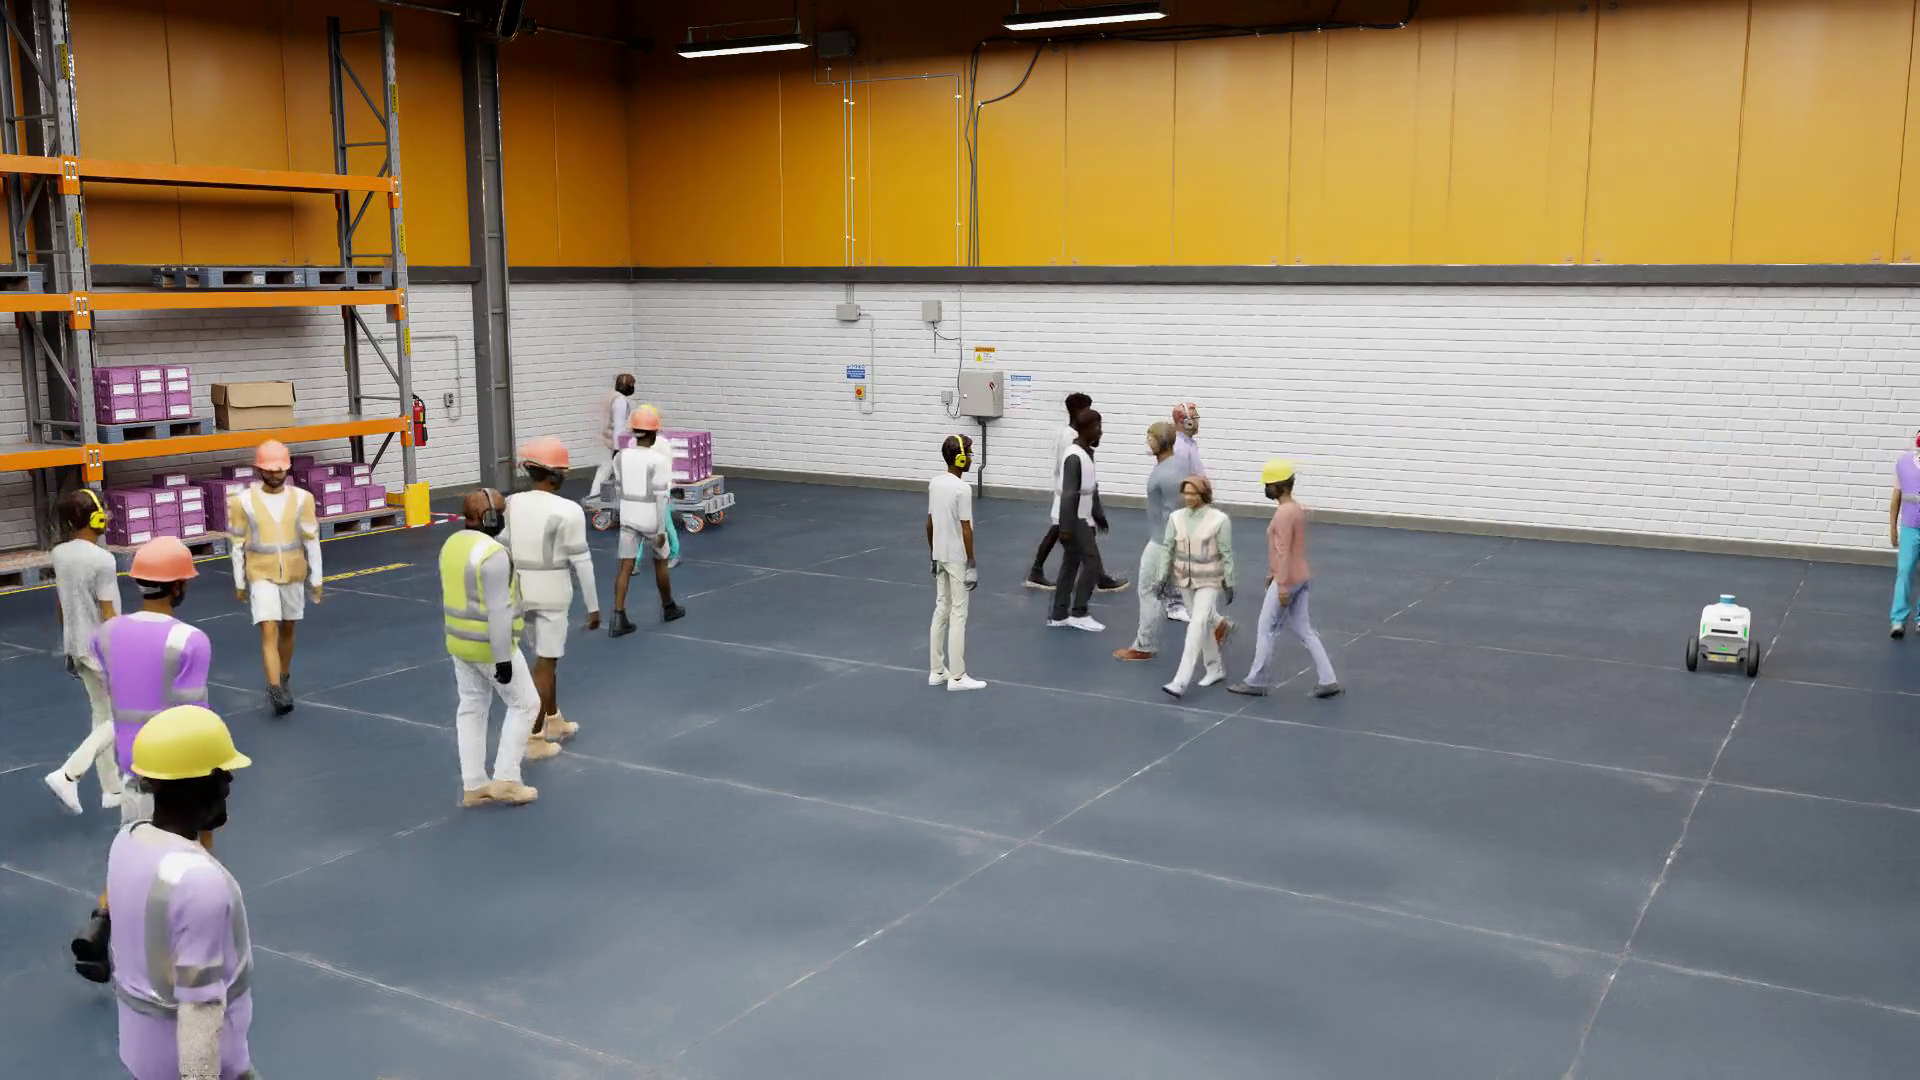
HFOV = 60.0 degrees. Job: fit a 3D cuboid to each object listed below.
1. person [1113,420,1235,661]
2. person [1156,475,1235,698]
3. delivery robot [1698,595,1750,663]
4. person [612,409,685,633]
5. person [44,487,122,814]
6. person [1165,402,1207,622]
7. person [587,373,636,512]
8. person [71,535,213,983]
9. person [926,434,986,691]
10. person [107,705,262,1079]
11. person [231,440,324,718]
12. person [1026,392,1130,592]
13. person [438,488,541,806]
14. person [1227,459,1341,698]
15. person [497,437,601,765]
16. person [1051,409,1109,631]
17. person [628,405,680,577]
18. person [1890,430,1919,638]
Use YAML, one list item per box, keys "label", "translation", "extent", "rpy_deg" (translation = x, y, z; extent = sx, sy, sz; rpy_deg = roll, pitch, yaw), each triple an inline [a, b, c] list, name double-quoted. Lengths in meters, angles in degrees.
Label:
- label: "person"
  translation: [1.674, 0.019, 12.919]
  extent: [0.870, 1.917, 0.631]
  rpy_deg: [2, 9, 10]
- label: "person"
  translation: [1.677, 0.324, 11.980]
  extent: [0.541, 1.584, 0.866]
  rpy_deg: [8, 12, 42]
- label: "delivery robot"
  translation: [5.886, 0.667, 12.791]
  extent: [0.477, 0.478, 0.707]
  rpy_deg: [4, 10, 25]
- label: "person"
  translation: [-2.708, -0.170, 14.167]
  extent: [0.565, 1.888, 0.996]
  rpy_deg: [3, 10, 20]
- label: "person"
  translation: [-4.877, 0.632, 9.271]
  extent: [0.516, 1.855, 0.604]
  rpy_deg: [4, 10, 26]
- label: "person"
  translation: [1.973, -0.251, 14.590]
  extent: [0.410, 1.913, 0.651]
  rpy_deg: [1, 9, 5]
- label: "person"
  translation: [-4.294, -1.215, 21.051]
  extent: [0.989, 1.783, 0.684]
  rpy_deg: [-4, 10, -24]
- label: "person"
  translation: [-3.456, 0.946, 7.110]
  extent: [0.547, 1.918, 0.749]
  rpy_deg: [2, 9, 10]
- label: "person"
  translation: [-0.044, 0.163, 12.153]
  extent: [0.317, 1.865, 0.523]
  rpy_deg: [-6, 11, -34]
- label: "person"
  translation: [-2.145, 1.378, 4.504]
  extent: [0.598, 1.892, 0.953]
  rpy_deg: [9, 13, 43]
- label: "person"
  translation: [-4.661, 0.266, 11.430]
  extent: [0.550, 1.886, 0.985]
  rpy_deg: [-6, 11, -33]
- label: "person"
  translation: [1.089, -0.448, 15.818]
  extent: [0.998, 1.919, 0.623]
  rpy_deg: [1, 9, 3]
- label: "person"
  translation: [-2.652, 0.612, 9.479]
  extent: [0.538, 1.824, 0.650]
  rpy_deg: [-9, 13, -44]
- label: "person"
  translation: [2.358, 0.286, 11.844]
  extent: [0.800, 1.732, 0.528]
  rpy_deg: [5, 10, 26]
- label: "person"
  translation: [-2.547, 0.358, 10.467]
  extent: [0.632, 2.007, 0.842]
  rpy_deg: [4, 10, 25]
- label: "person"
  translation: [1.048, -0.166, 14.124]
  extent: [0.618, 1.888, 0.629]
  rpy_deg: [2, 9, 10]
- label: "person"
  translation: [-3.125, -0.513, 16.827]
  extent: [0.535, 1.720, 0.893]
  rpy_deg: [4, 10, 23]
- label: "person"
  translation: [8.014, -0.066, 13.790]
  extent: [0.585, 1.798, 0.947]
  rpy_deg: [5, 11, 31]
